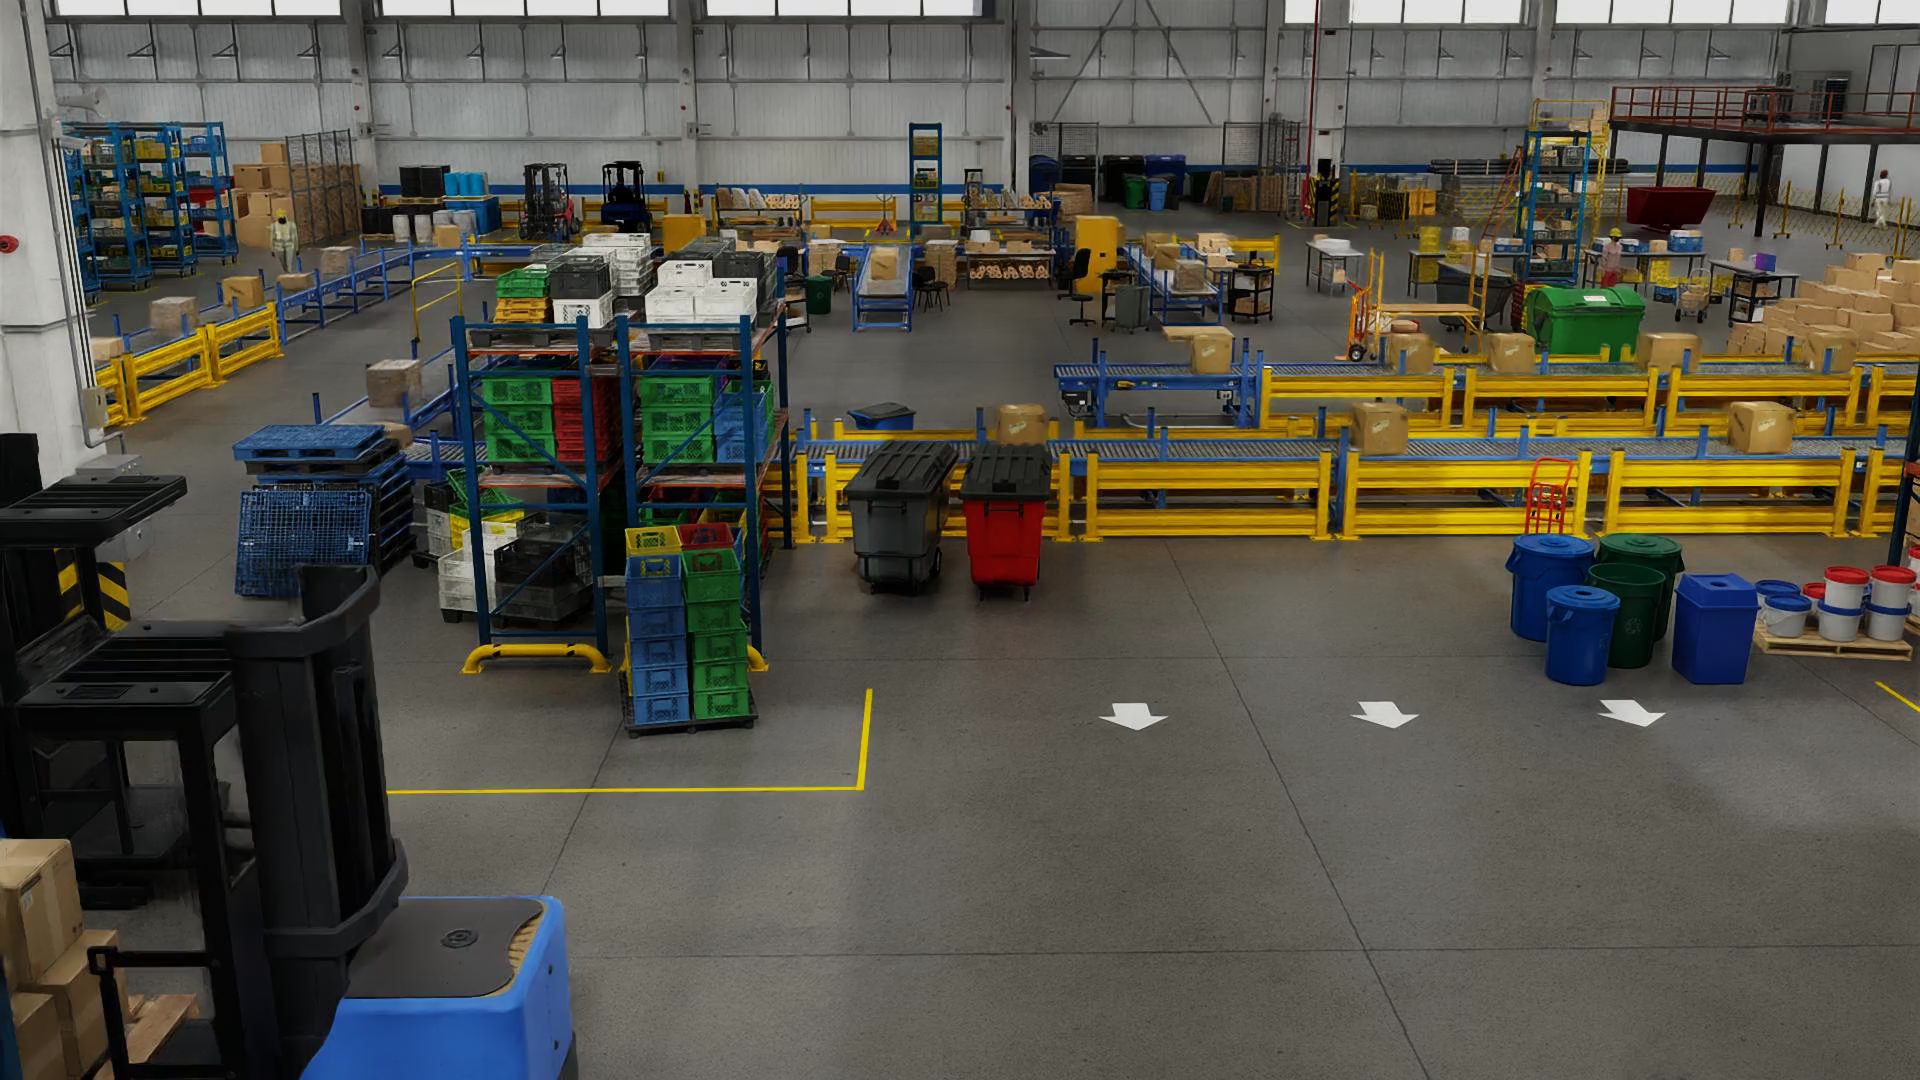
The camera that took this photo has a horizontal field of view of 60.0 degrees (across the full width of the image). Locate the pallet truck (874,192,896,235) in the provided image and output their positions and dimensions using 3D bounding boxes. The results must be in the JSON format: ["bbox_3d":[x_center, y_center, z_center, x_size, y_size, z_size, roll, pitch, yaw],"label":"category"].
[{"bbox_3d":[-2.277,-9.986,50.594,0.653,1.274,1.630,0,16,-1],"label":"pallet truck"}]

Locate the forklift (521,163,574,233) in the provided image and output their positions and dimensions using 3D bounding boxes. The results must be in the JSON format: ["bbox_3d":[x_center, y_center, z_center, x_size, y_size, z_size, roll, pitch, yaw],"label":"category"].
[{"bbox_3d":[-12.233,-10.122,49.298,1.157,1.987,2.680,0,16,-1],"label":"forklift"}]

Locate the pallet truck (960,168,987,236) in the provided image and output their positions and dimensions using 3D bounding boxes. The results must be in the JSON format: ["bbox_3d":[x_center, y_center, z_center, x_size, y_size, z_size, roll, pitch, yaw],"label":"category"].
[{"bbox_3d":[0.383,-10.230,50.206,0.823,1.965,1.885,-1,16,-3],"label":"pallet truck"}]

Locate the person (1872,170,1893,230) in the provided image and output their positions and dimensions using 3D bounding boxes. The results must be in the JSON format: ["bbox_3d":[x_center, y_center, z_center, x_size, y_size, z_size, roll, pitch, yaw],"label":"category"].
[{"bbox_3d":[28.527,-10.509,51.438,0.578,1.860,0.791,0,16,0],"label":"person"}]

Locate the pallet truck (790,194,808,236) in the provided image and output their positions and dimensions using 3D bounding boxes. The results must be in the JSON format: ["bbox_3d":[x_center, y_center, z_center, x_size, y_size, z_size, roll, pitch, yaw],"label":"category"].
[{"bbox_3d":[-4.814,-9.883,50.259,0.704,1.261,1.522,-1,16,-3],"label":"pallet truck"}]

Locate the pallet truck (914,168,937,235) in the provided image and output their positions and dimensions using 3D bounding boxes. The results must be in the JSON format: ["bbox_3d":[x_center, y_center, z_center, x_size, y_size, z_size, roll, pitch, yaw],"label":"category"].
[{"bbox_3d":[-0.989,-10.316,50.507,0.823,1.965,1.885,1,16,3],"label":"pallet truck"}]

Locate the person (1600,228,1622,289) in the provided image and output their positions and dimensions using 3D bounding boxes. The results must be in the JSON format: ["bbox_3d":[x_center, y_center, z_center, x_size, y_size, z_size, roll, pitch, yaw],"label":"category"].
[{"bbox_3d":[13.457,-5.555,34.370,0.533,1.768,0.310,-8,18,-27],"label":"person"}]

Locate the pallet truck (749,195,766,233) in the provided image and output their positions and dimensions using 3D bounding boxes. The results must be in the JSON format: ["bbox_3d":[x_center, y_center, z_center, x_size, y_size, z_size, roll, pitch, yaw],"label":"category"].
[{"bbox_3d":[-6.051,-9.967,50.660,0.680,1.201,1.601,0,16,-1],"label":"pallet truck"}]

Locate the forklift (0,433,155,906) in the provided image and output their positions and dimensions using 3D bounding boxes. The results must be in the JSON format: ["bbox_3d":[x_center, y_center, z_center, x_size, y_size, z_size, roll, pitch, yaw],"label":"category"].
[{"bbox_3d":[-5.952,0.780,10.366,1.873,2.768,1.129,0,16,-1],"label":"forklift"}]

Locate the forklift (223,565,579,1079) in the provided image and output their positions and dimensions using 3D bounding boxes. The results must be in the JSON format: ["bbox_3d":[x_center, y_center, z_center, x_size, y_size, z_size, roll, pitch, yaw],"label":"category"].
[{"bbox_3d":[-2.863,1.563,7.643,1.873,2.768,1.129,0,16,-1],"label":"forklift"}]

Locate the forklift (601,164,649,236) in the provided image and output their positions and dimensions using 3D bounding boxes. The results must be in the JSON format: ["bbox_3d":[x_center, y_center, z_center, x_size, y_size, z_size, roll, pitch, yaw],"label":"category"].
[{"bbox_3d":[-9.948,-10.127,49.296,1.157,1.987,2.680,-1,16,-3],"label":"forklift"}]

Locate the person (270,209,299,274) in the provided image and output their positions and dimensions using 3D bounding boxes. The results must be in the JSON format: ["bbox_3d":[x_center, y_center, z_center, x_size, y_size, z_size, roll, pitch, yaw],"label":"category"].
[{"bbox_3d":[-15.704,-6.811,38.685,0.603,1.799,0.880,-3,16,-11],"label":"person"}]
